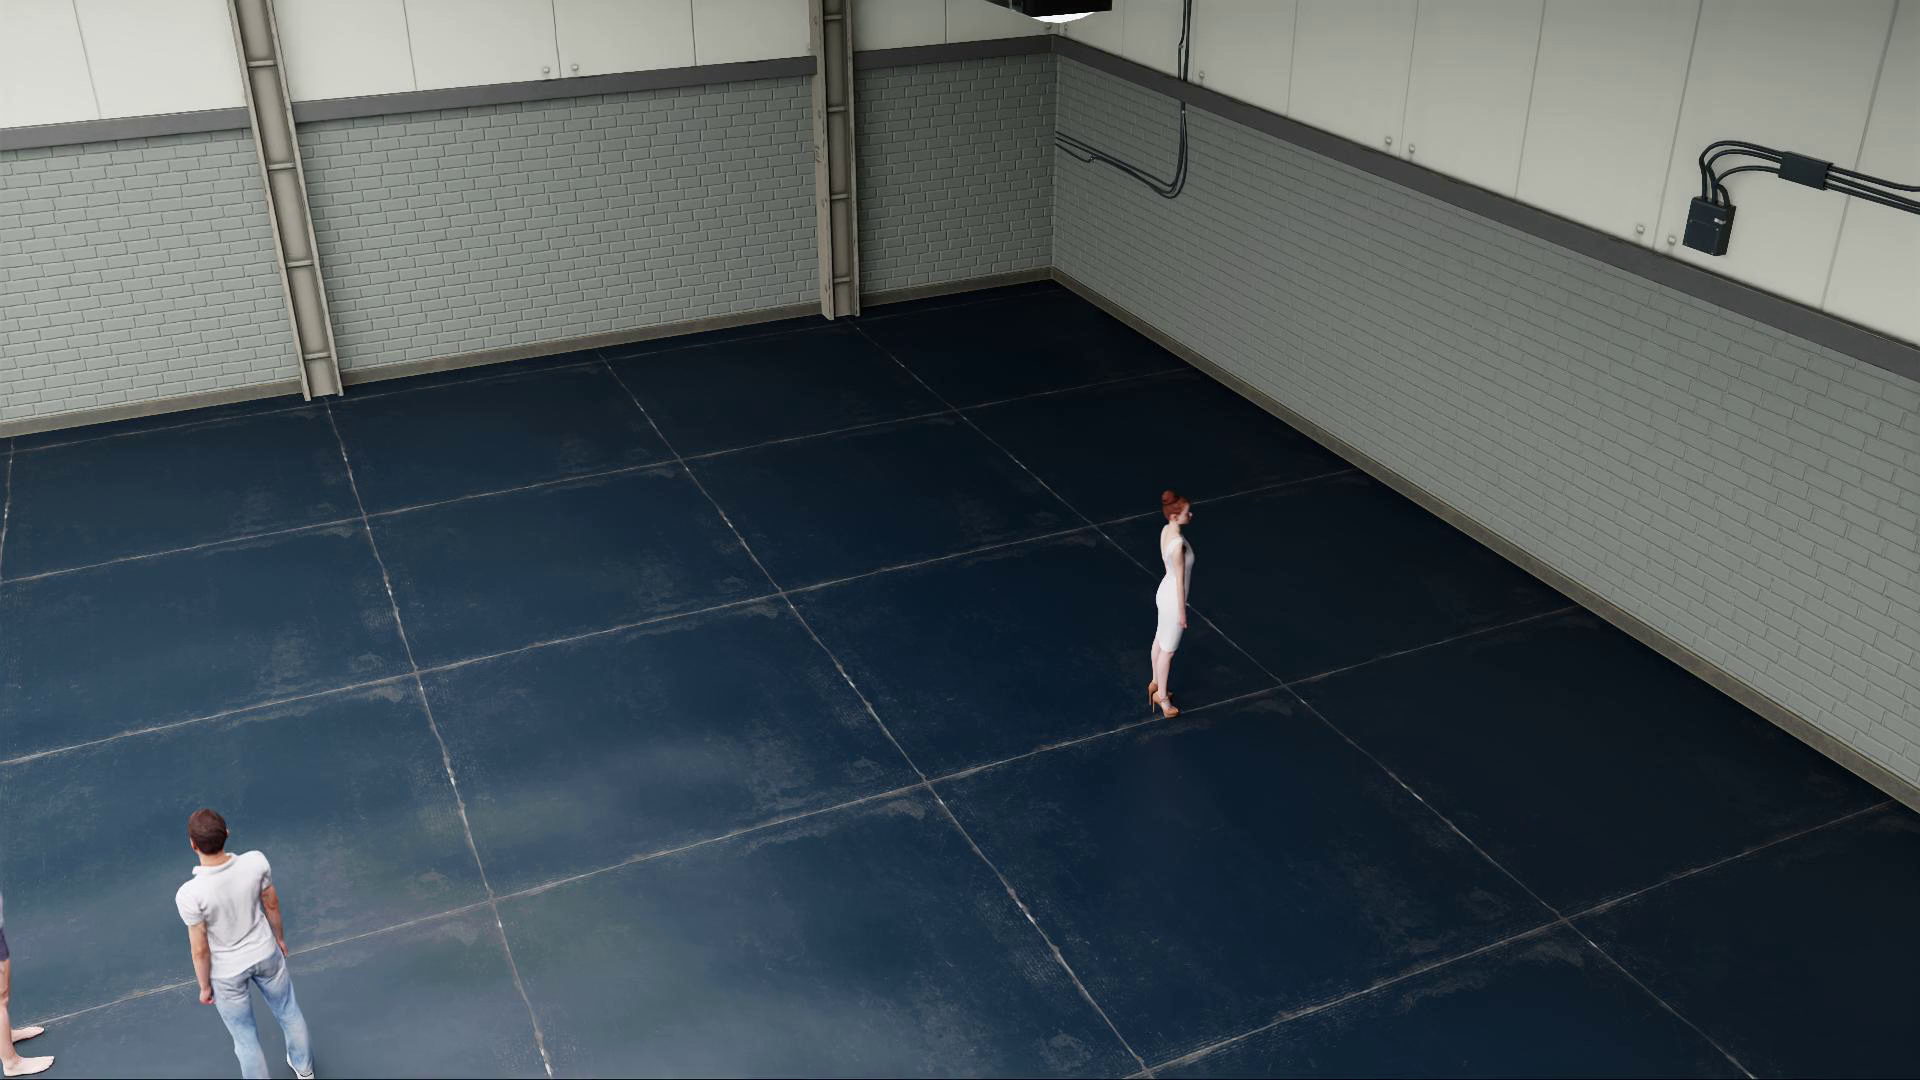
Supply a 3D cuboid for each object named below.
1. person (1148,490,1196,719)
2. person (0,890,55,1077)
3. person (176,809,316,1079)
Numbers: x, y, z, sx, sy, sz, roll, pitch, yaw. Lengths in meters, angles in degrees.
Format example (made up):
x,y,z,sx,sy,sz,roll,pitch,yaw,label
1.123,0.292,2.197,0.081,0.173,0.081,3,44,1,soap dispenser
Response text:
x,y,z,sx,sy,sz,roll,pitch,yaw,label
1.521,0.459,12.050,0.589,1.793,0.621,-2,27,-4,person
-5.259,2.089,8.913,0.592,1.766,0.613,-17,32,-30,person
-3.713,2.188,8.629,0.790,1.850,0.650,20,34,34,person
